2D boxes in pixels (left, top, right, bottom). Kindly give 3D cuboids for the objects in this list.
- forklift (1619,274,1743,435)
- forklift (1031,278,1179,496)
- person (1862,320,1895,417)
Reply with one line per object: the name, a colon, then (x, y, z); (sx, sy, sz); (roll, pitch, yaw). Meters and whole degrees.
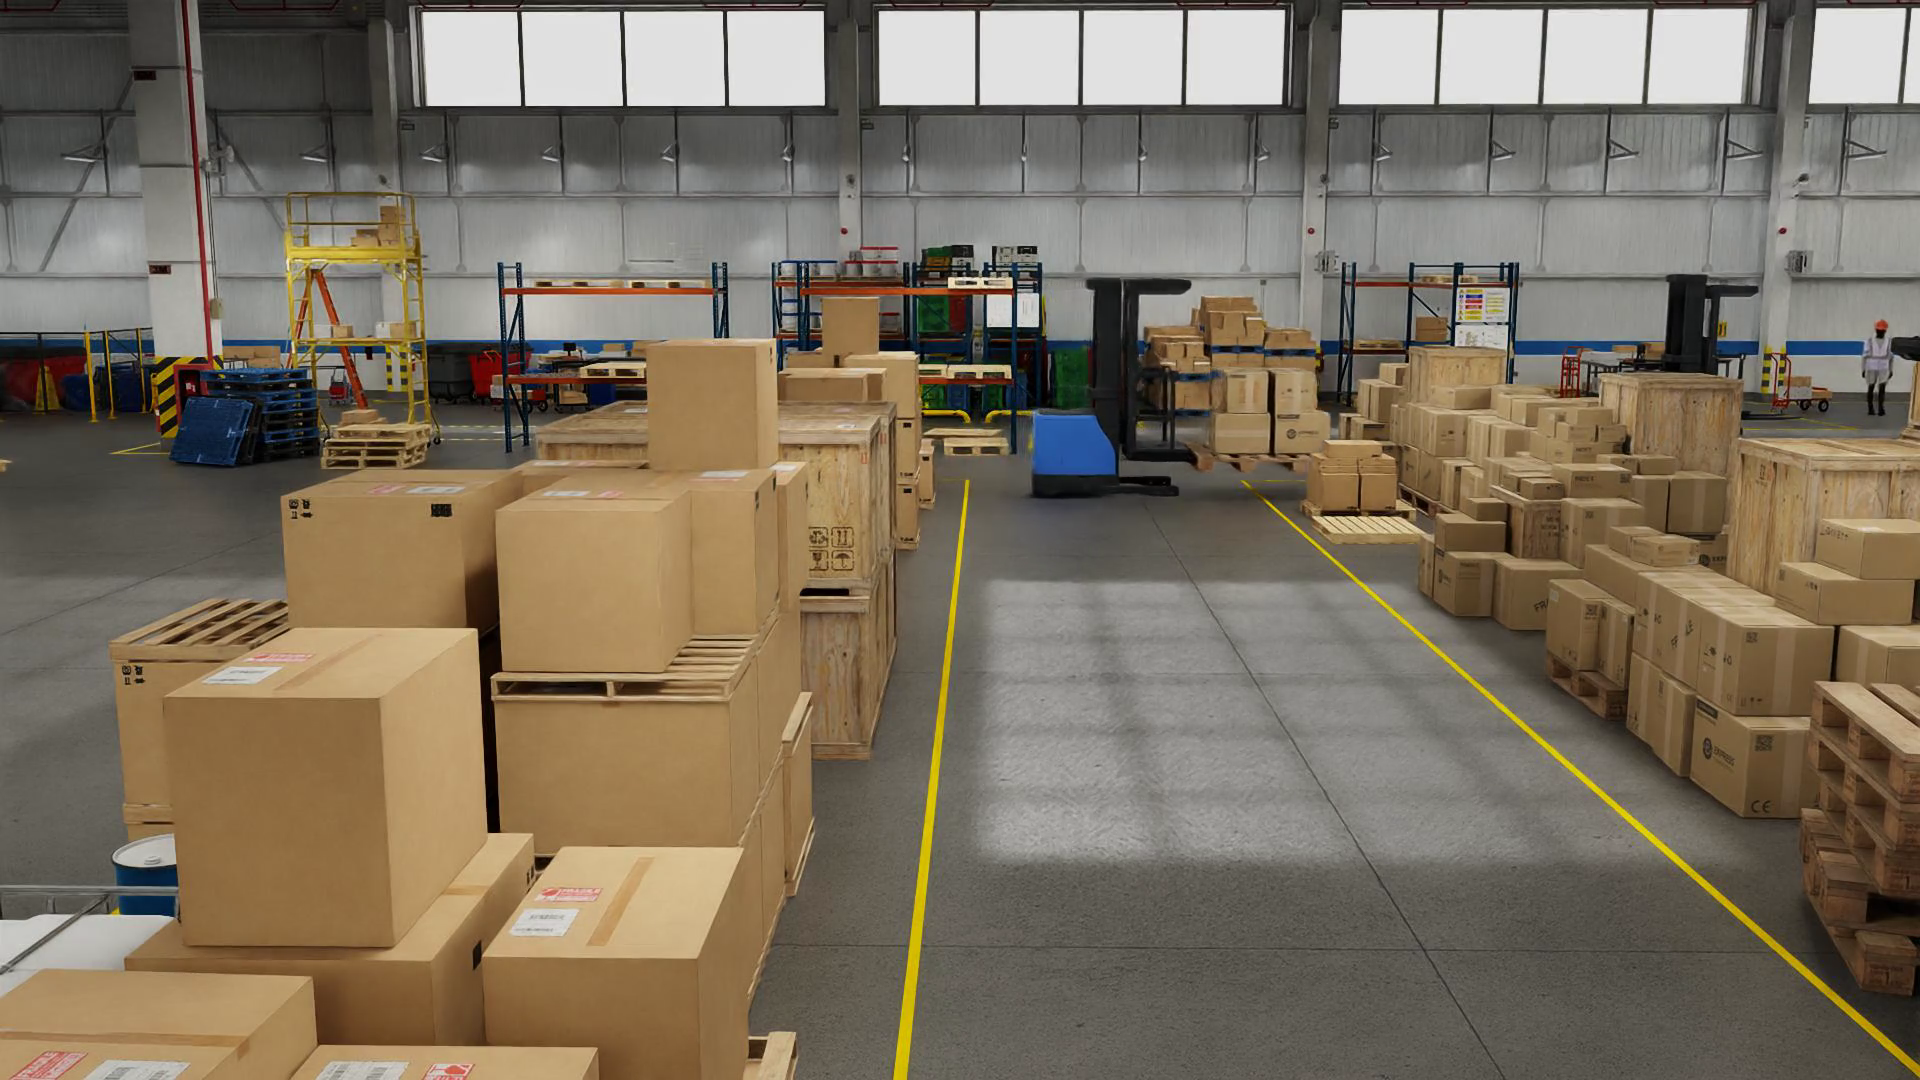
forklift: (12.689, -3.275, 29.255); (1.873, 2.768, 1.129); (0, 9, 1)
forklift: (1.884, -2.010, 21.678); (1.873, 2.768, 1.129); (0, 9, 1)
person: (18.103, -3.374, 32.801); (0.573, 1.884, 0.972); (4, 10, 21)
